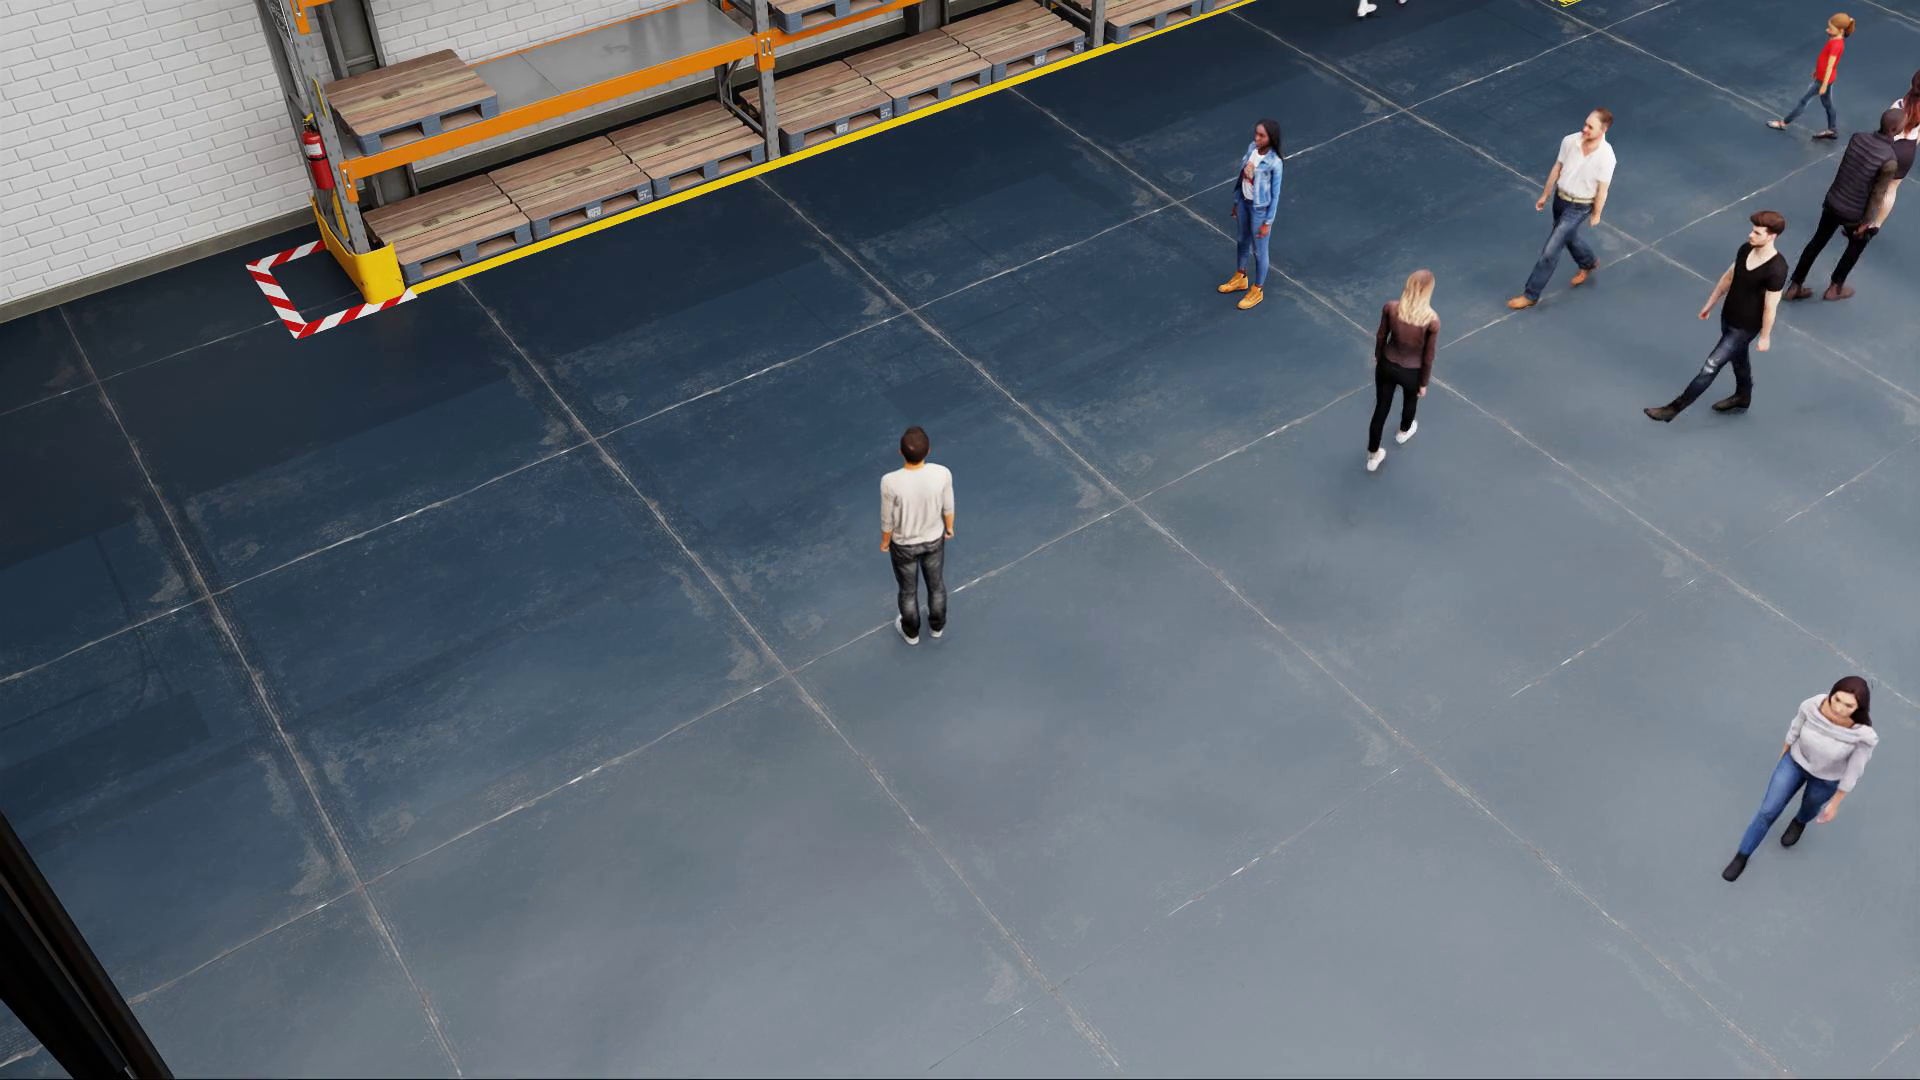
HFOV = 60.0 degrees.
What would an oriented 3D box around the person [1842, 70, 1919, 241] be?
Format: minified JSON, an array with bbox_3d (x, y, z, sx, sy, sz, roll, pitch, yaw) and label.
[{"bbox_3d":[8.173,-3.366,14.580,0.594,1.649,0.695,-4,44,-4],"label":"person"}]

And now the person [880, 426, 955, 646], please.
[{"bbox_3d":[-0.276,-0.016,10.945,0.611,1.812,0.783,-11,45,-11],"label":"person"}]

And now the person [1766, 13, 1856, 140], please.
[{"bbox_3d":[8.361,-4.417,15.952,0.835,1.277,0.893,19,47,19],"label":"person"}]

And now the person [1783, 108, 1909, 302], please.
[{"bbox_3d":[7.286,-2.738,13.803,0.922,1.811,0.852,-15,46,-15],"label":"person"}]

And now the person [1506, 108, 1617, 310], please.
[{"bbox_3d":[5.189,-2.806,13.866,1.281,1.822,0.812,-17,46,-17],"label":"person"}]

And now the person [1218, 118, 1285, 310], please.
[{"bbox_3d":[2.471,-2.740,13.876,0.543,1.713,0.629,-20,47,-20],"label":"person"}]

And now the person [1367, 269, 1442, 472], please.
[{"bbox_3d":[3.216,-1.202,12.284,0.842,1.681,1.000,24,48,23],"label":"person"}]

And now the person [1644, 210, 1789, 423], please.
[{"bbox_3d":[6.020,-1.663,12.656,1.312,1.837,1.048,-6,44,-7],"label":"person"}]

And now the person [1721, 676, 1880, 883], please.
[{"bbox_3d":[5.009,1.330,9.702,1.075,1.577,0.717,-34,53,-30],"label":"person"}]

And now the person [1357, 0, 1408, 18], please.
[{"bbox_3d":[4.513,-6.411,17.706,1.029,1.746,0.665,-26,49,-24],"label":"person"}]
